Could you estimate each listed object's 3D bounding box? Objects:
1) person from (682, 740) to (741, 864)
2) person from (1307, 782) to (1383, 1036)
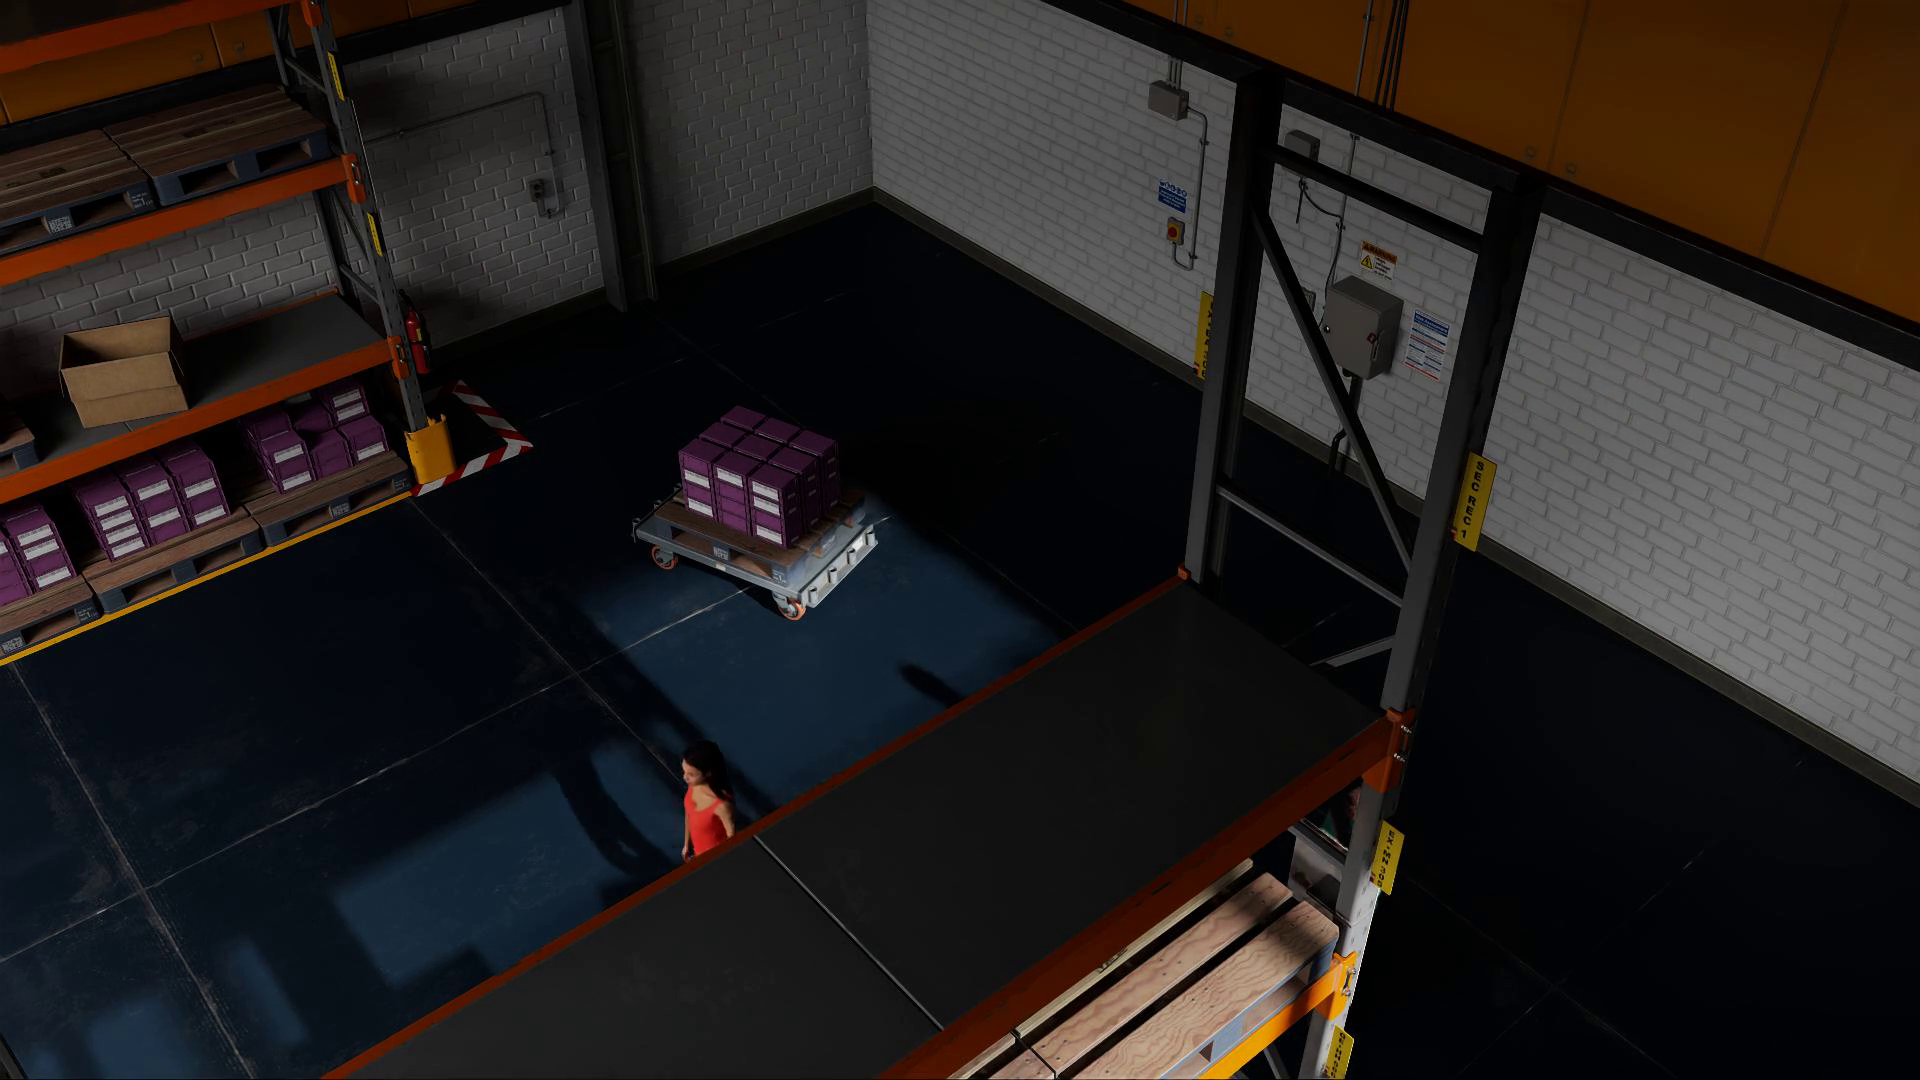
[{"bbox_3d":[-1.285,1.717,9.309,0.622,1.707,0.607,-25,45,-28],"label":"person"},{"bbox_3d":[2.059,1.951,8.908,0.763,1.842,0.741,-4,39,-5],"label":"person"}]
